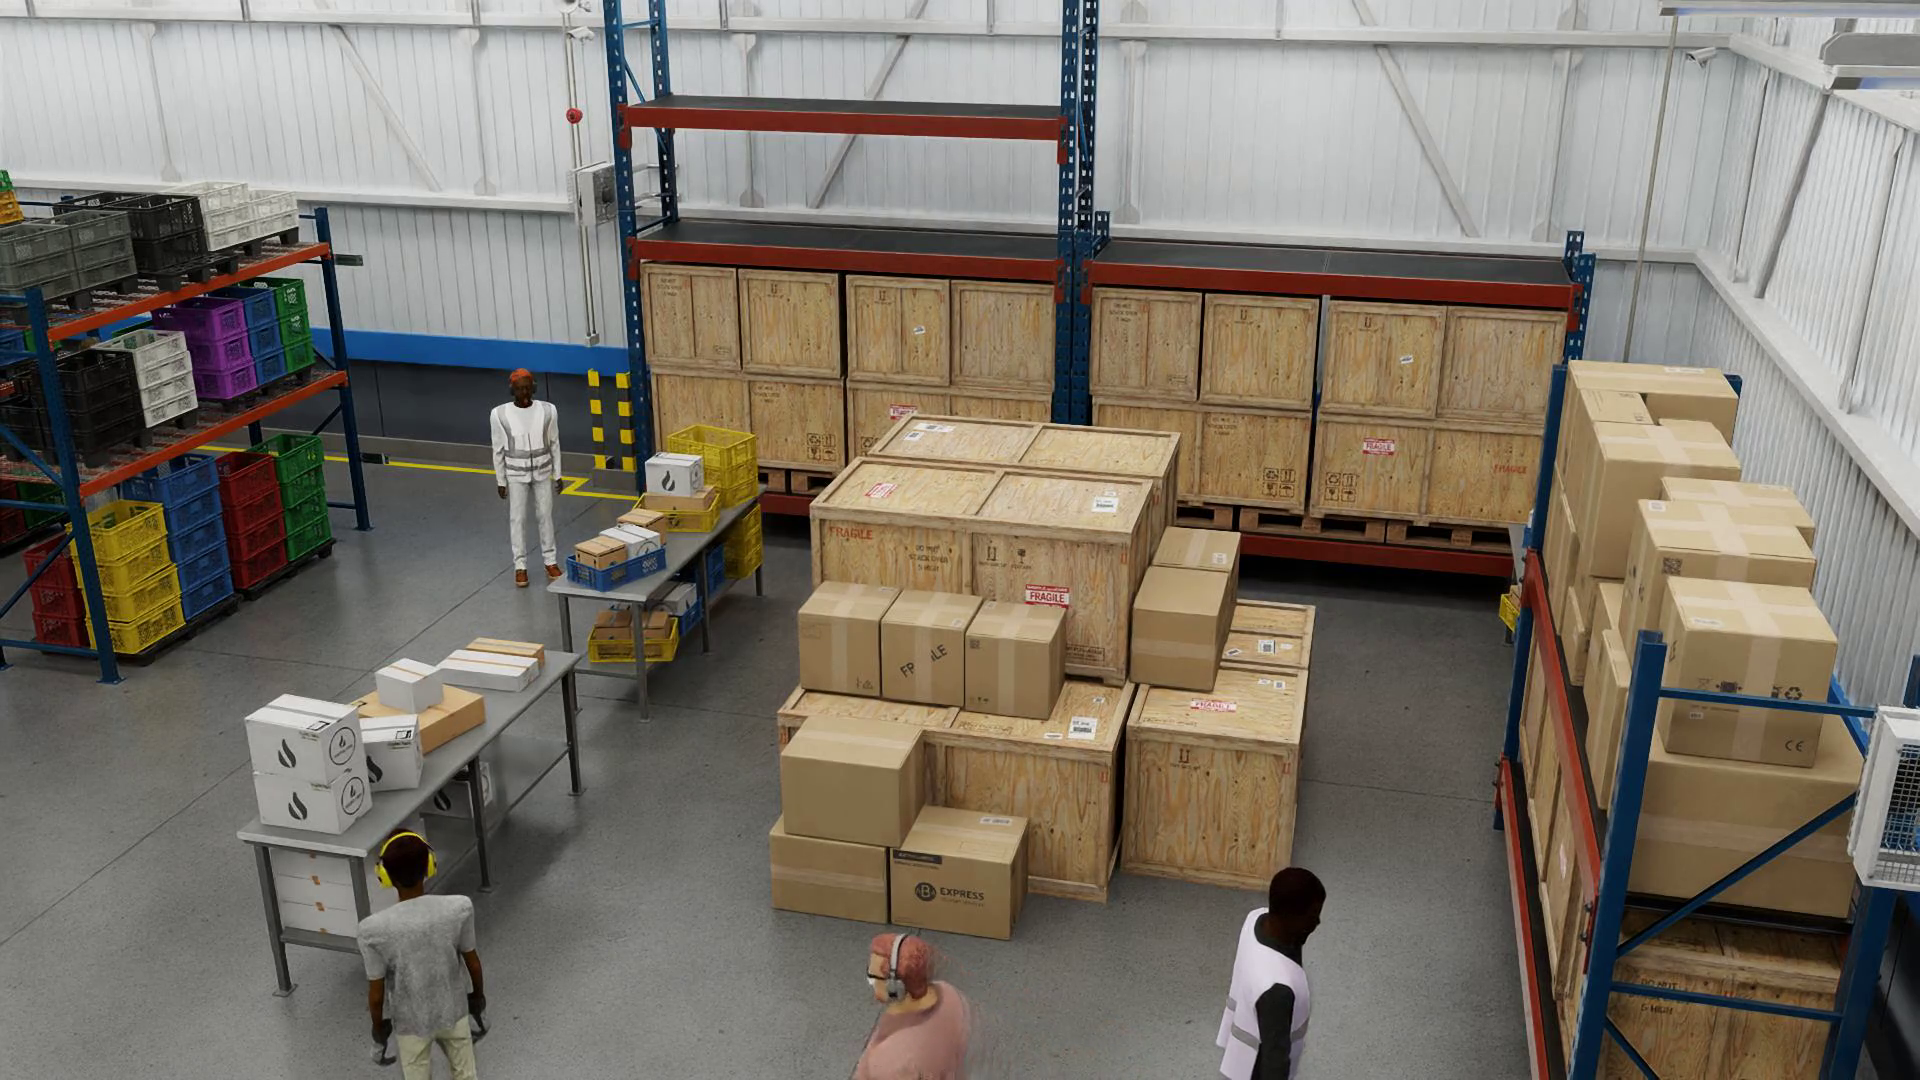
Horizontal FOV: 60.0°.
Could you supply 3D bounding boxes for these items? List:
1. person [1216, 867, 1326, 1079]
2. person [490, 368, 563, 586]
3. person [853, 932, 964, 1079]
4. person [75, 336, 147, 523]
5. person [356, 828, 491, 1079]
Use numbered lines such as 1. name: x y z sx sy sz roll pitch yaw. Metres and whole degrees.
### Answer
1. person: 1.268 2.206 6.955 0.384 1.911 0.592 1 21 2
2. person: -3.671 -0.541 14.181 0.576 1.885 0.355 -10 23 -25
3. person: -0.196 2.373 6.541 0.669 1.882 0.653 7 22 19
4. person: -7.708 -0.889 15.036 0.639 1.919 0.469 -4 21 -11
5. person: -2.326 2.106 7.289 0.514 1.861 0.329 -11 24 -27
